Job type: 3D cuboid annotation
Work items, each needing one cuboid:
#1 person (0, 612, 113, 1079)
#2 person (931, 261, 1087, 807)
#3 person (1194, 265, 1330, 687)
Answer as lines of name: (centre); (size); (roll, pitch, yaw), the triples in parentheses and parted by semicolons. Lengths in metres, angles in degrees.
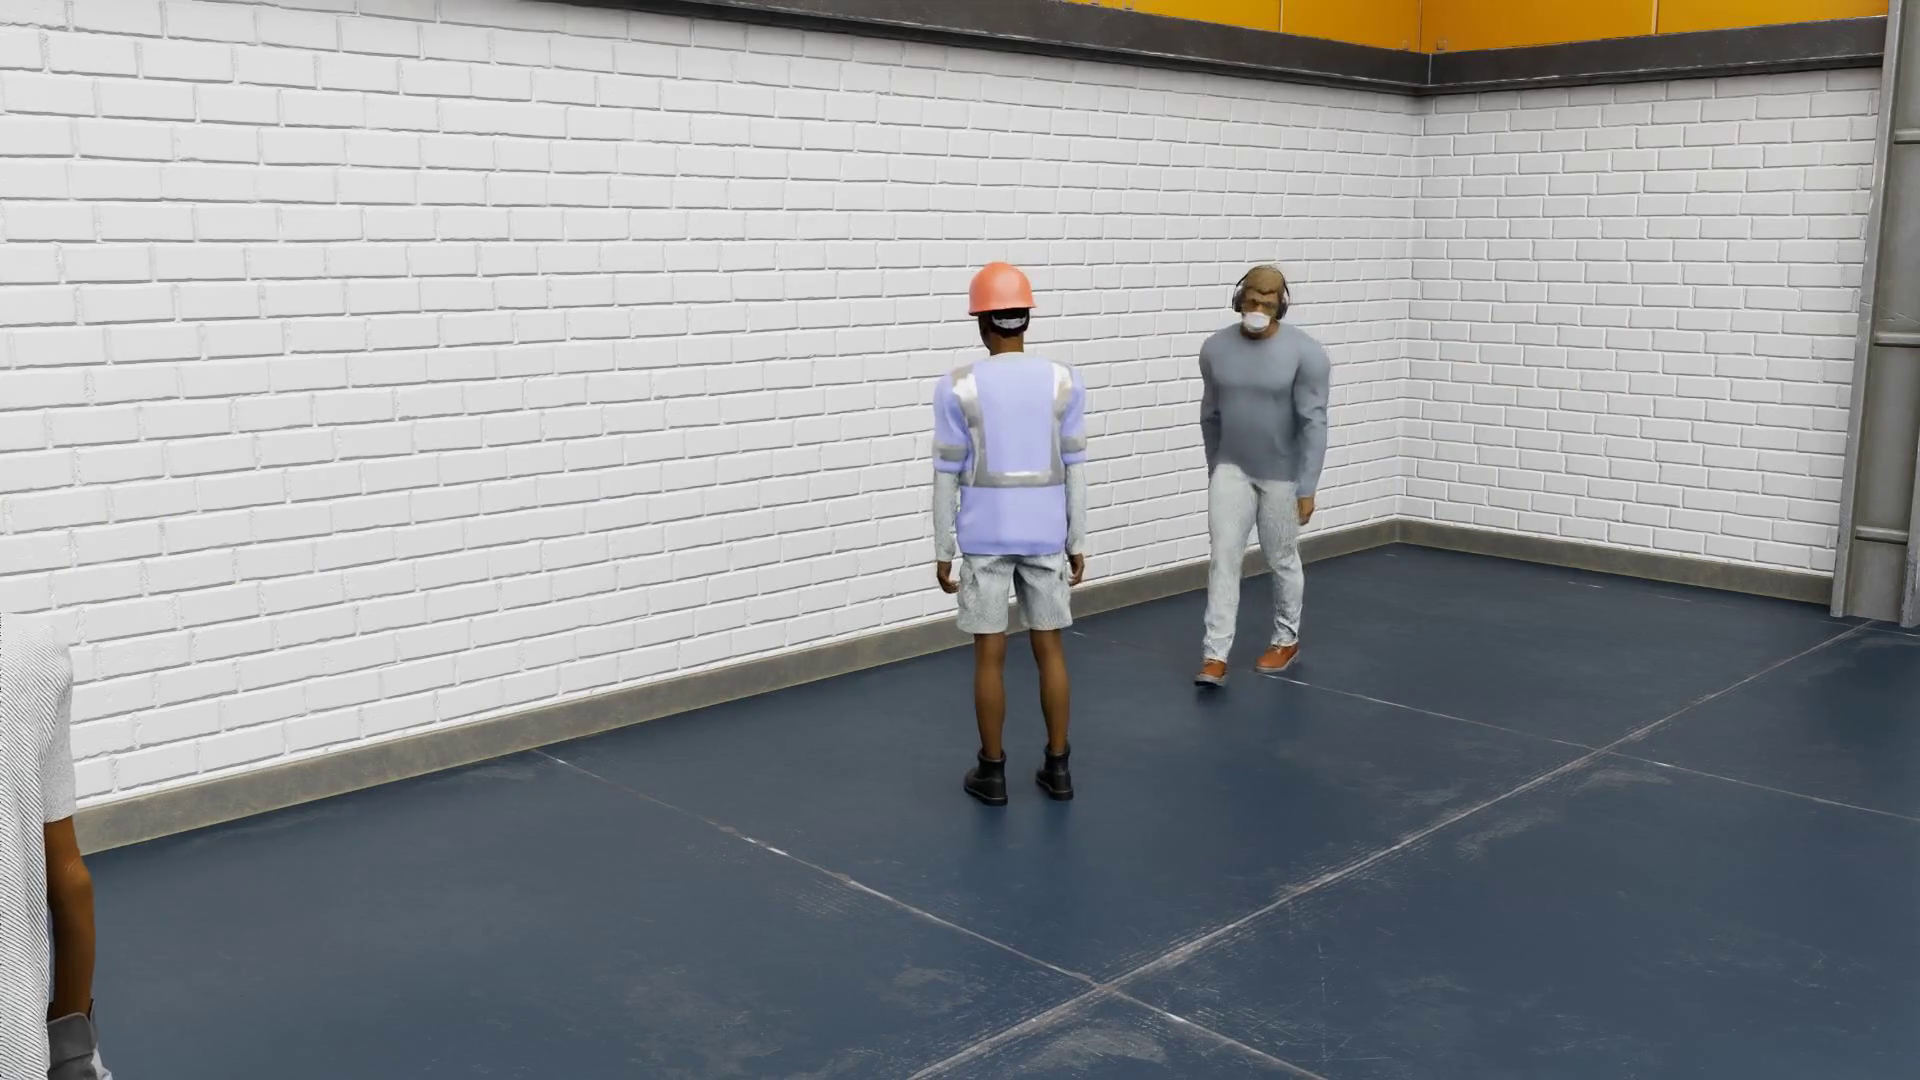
person: (-1.295, 0.723, 2.071); (0.311, 1.869, 0.530); (4, 11, 21)
person: (0.171, -0.011, 5.912); (0.552, 1.932, 0.388); (-2, 11, -10)
person: (1.328, -0.272, 7.430); (0.651, 1.883, 0.957); (7, 12, 32)
